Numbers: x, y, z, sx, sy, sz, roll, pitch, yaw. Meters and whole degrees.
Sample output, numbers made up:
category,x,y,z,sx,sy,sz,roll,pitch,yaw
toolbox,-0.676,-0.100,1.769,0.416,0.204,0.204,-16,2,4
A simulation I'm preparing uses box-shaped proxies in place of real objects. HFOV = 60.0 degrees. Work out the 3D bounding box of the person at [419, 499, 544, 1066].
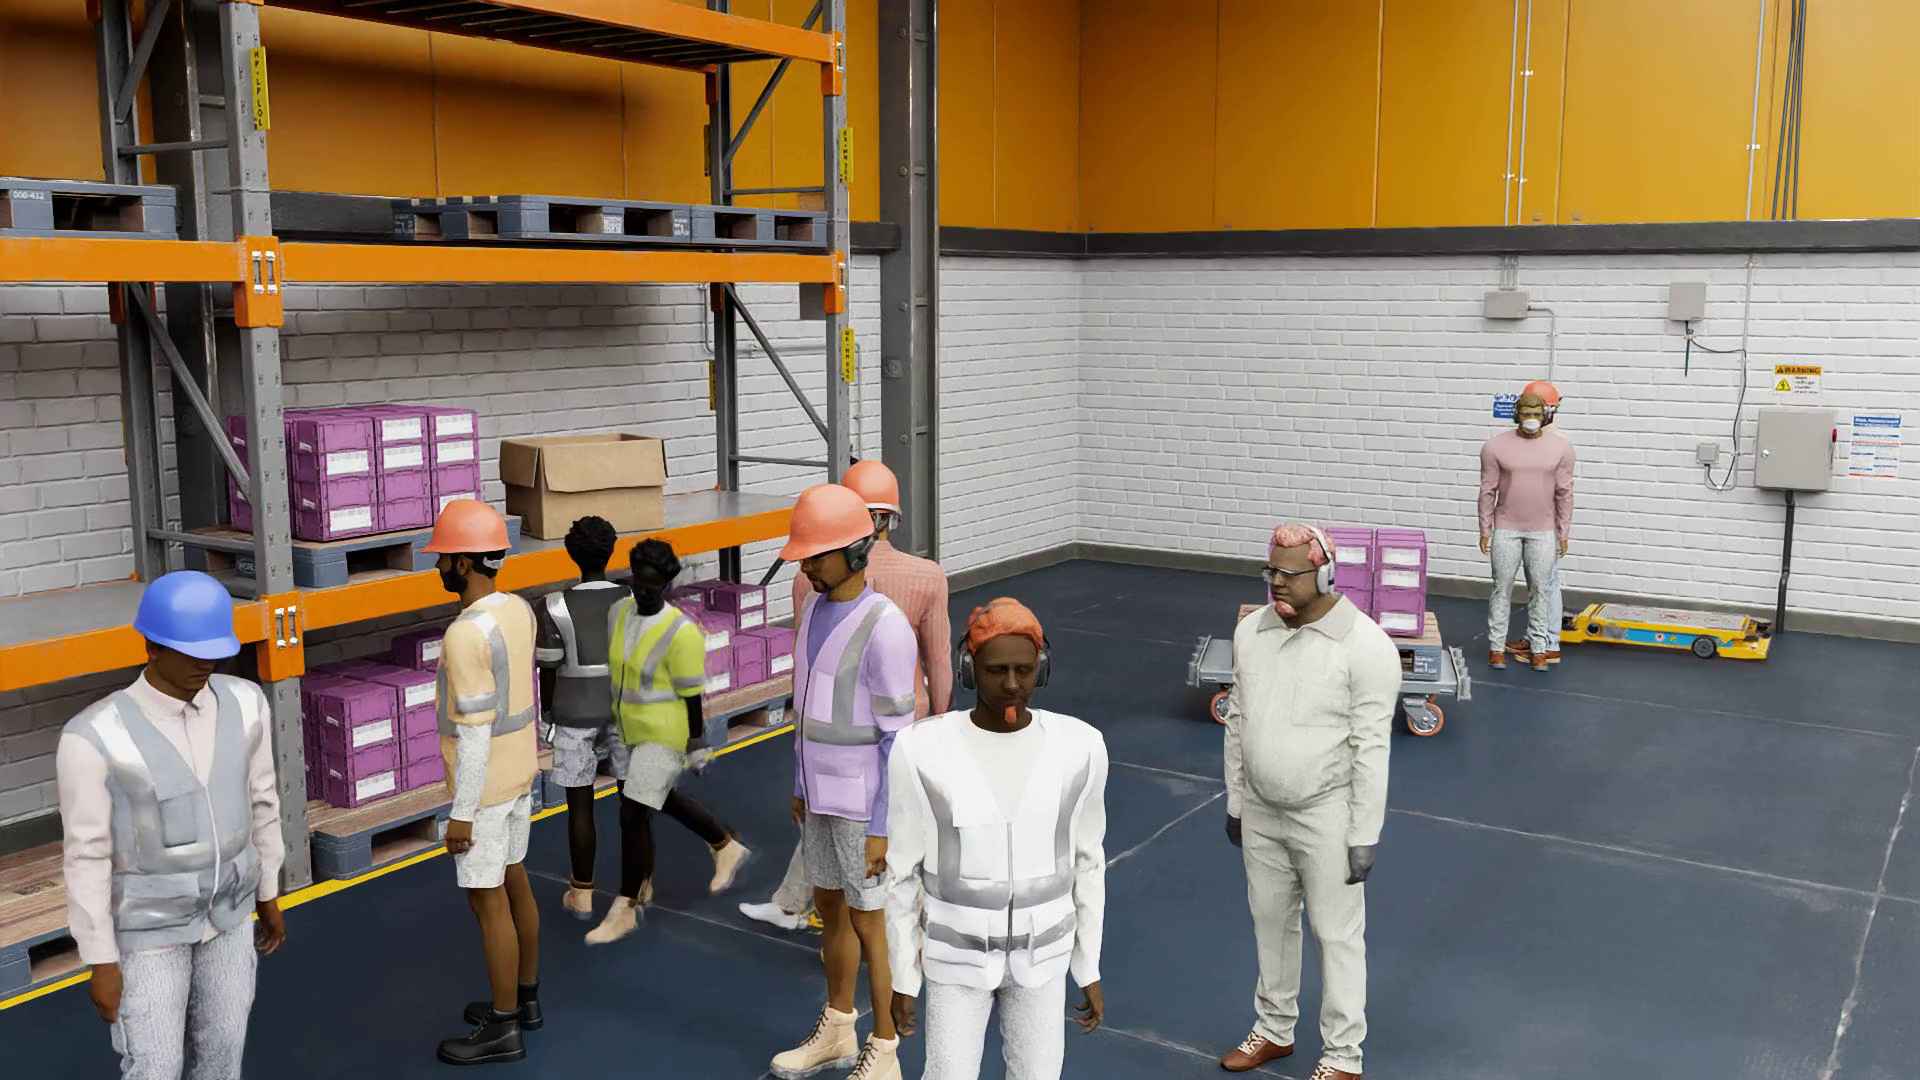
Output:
category,x,y,z,sx,sy,sz,roll,pitch,yaw
person,-1.641,0.822,5.707,0.356,1.937,0.552,1,9,3

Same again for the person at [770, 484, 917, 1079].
category,x,y,z,sx,sy,sz,roll,pitch,yaw
person,-0.388,0.826,5.371,0.384,2.035,0.605,-6,11,-34

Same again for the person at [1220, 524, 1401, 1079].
category,x,y,z,sx,sy,sz,roll,pitch,yaw
person,1.102,0.886,5.442,0.398,1.900,0.635,-8,12,-41

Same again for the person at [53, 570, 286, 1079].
category,x,y,z,sx,sy,sz,roll,pitch,yaw
person,-2.078,1.022,4.483,0.459,1.922,0.623,5,10,30

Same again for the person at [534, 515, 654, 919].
category,x,y,z,sx,sy,sz,roll,pitch,yaw
person,-1.520,0.740,7.010,0.540,1.697,0.317,-4,10,-25

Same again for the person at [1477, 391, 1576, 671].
category,x,y,z,sx,sy,sz,roll,pitch,yaw
person,3.889,-0.060,11.472,0.627,1.933,0.367,2,9,15

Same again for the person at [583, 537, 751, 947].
category,x,y,z,sx,sy,sz,roll,pitch,yaw
person,-1.201,0.780,6.896,0.844,1.652,0.527,-8,12,-42

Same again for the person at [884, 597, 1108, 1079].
category,x,y,z,sx,sy,sz,roll,pitch,yaw
person,0.095,1.080,4.214,0.576,1.882,0.355,-2,9,-11

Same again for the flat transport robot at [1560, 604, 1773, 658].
category,x,y,z,sx,sy,sz,roll,pitch,yaw
flat transport robot,5.155,0.651,12.214,1.431,0.197,0.652,5,10,29

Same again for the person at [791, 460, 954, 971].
category,x,y,z,sx,sy,sz,roll,pitch,yaw
person,-0.333,0.689,6.379,0.618,1.997,0.373,-1,9,-4

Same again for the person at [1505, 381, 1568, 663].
category,x,y,z,sx,sy,sz,roll,pitch,yaw
person,4.080,-0.129,11.741,0.408,1.986,0.617,1,9,4
